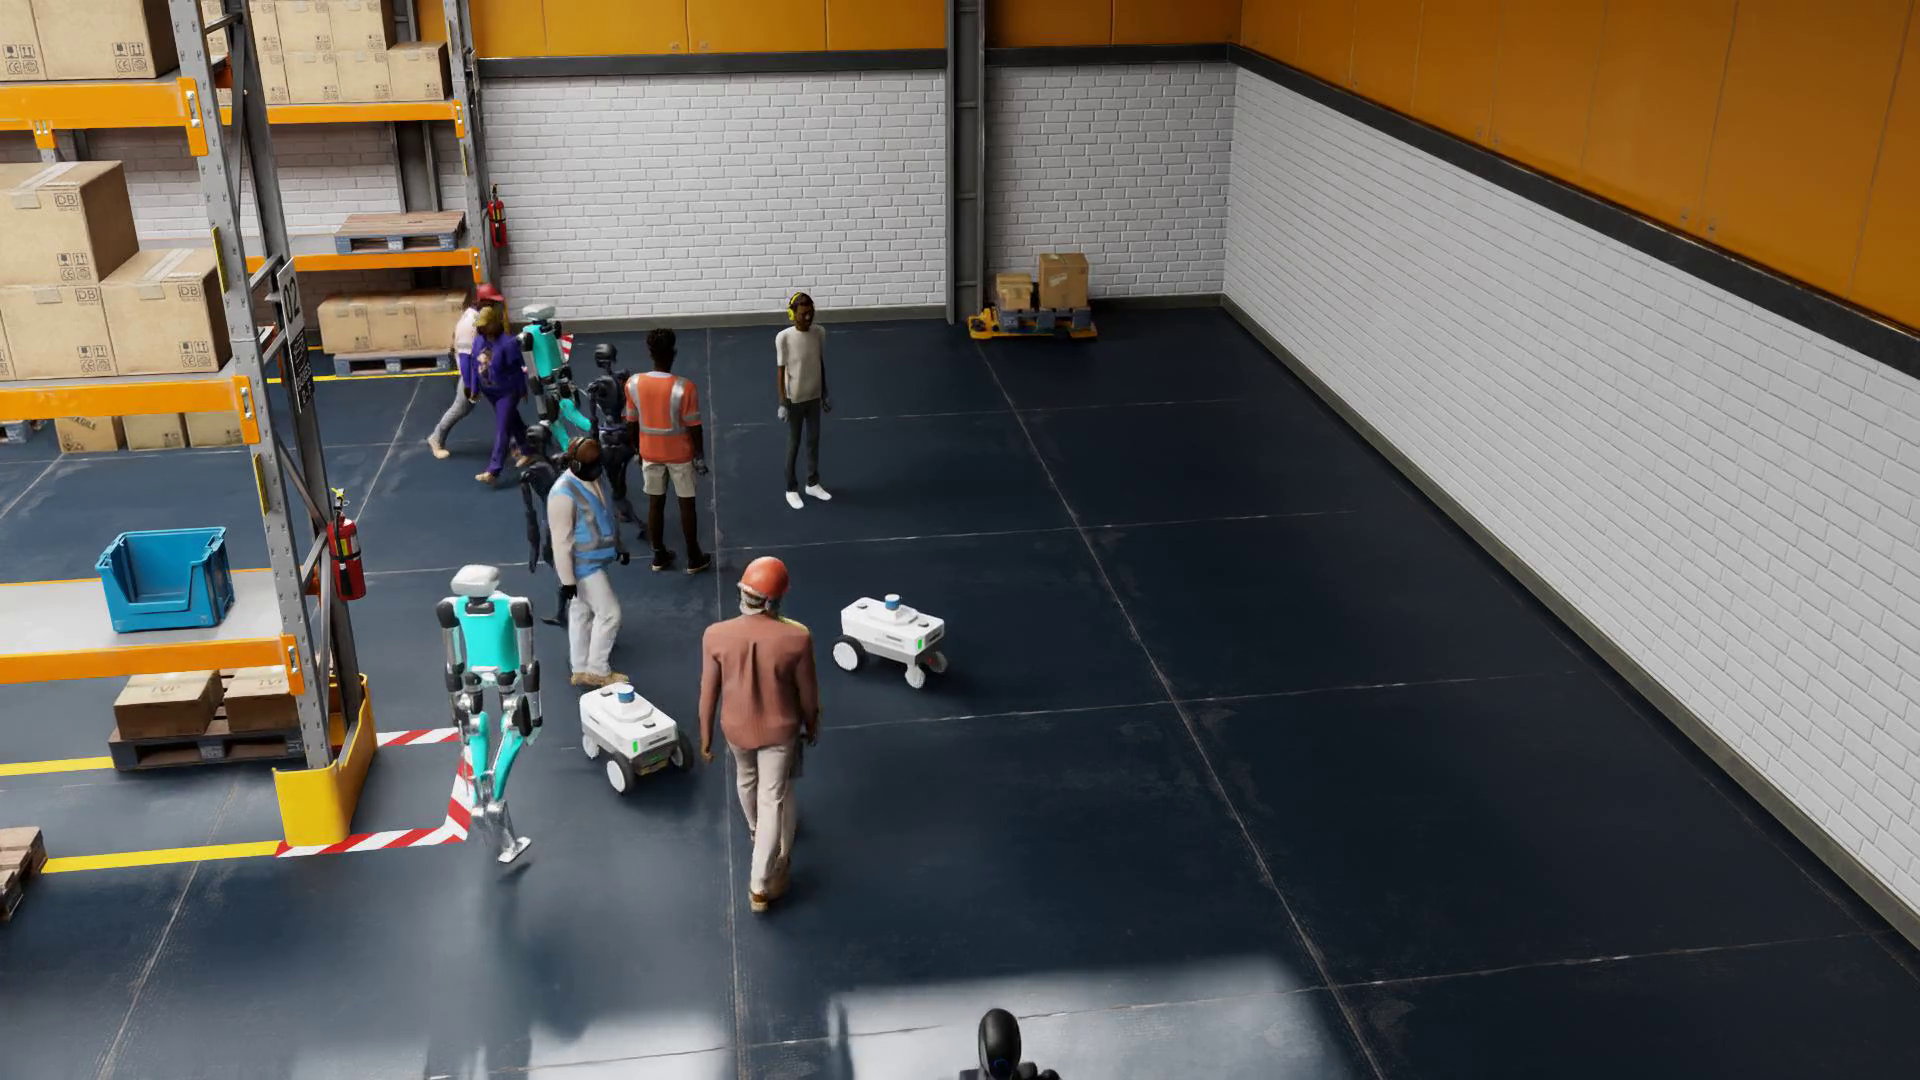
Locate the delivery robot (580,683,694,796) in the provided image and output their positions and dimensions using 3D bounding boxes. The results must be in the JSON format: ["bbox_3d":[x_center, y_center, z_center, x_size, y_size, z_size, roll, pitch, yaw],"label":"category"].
[{"bbox_3d":[-2.037,1.202,10.319,0.499,0.608,0.793,-19,30,-37],"label":"delivery robot"}]

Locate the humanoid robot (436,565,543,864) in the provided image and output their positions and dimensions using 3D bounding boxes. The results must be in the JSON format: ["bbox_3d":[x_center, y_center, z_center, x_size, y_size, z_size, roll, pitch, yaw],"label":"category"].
[{"bbox_3d":[-2.610,1.085,9.133,0.549,1.796,0.795,2,24,4],"label":"humanoid robot"}]

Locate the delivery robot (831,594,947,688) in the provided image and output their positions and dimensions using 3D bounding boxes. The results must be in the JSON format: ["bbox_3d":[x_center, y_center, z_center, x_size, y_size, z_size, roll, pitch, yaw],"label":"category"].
[{"bbox_3d":[-0.488,0.668,11.543,0.803,0.614,0.499,15,28,30],"label":"delivery robot"}]

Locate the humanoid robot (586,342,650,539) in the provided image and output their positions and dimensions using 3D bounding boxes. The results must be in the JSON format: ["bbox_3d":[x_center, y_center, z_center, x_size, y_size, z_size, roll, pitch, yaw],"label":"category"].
[{"bbox_3d":[-2.768,-0.811,13.552,0.651,1.648,0.610,13,27,26],"label":"humanoid robot"}]

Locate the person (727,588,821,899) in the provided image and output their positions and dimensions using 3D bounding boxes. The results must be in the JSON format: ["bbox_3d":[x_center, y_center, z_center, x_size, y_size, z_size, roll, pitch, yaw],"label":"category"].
[{"bbox_3d":[-1.050,1.013,9.151,0.499,1.833,0.951,6,24,13],"label":"person"}]

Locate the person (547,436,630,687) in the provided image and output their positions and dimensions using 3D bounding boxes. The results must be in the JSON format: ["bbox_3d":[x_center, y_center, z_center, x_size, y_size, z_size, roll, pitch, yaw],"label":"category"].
[{"bbox_3d":[-2.448,0.152,11.128,0.529,1.817,0.631,-1,24,-2],"label":"person"}]

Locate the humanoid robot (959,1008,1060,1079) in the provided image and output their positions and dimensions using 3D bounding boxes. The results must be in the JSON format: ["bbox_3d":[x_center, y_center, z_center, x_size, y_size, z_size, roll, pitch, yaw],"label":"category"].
[{"bbox_3d":[0.123,2.414,6.211,0.611,1.633,0.788,-5,24,-11],"label":"humanoid robot"}]

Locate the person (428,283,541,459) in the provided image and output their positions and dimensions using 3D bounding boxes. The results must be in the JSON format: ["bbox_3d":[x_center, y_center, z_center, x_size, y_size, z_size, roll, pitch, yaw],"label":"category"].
[{"bbox_3d":[-4.440,-1.523,15.123,1.010,1.683,0.626,6,24,13],"label":"person"}]

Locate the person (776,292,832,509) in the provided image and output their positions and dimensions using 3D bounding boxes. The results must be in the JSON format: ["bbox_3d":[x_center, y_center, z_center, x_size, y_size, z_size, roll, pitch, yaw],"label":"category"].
[{"bbox_3d":[-1.318,-1.196,14.132,0.528,1.868,0.311,-19,30,-37],"label":"person"}]

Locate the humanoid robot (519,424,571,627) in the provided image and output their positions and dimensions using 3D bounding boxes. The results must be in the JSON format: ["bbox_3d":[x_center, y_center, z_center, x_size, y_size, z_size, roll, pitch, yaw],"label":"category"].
[{"bbox_3d":[-2.800,-0.044,11.823,0.758,1.616,0.589,13,27,27],"label":"humanoid robot"}]

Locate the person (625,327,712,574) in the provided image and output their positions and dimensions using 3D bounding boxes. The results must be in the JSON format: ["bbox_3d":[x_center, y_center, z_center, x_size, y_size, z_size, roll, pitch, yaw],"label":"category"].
[{"bbox_3d":[-2.245,-0.679,12.840,0.612,1.962,0.371,6,24,14],"label":"person"}]

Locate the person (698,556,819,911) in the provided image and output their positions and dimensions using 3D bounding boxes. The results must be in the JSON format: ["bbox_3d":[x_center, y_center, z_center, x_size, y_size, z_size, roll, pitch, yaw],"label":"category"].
[{"bbox_3d":[-1.089,0.995,9.069,0.629,1.935,0.999,2,24,5],"label":"person"}]

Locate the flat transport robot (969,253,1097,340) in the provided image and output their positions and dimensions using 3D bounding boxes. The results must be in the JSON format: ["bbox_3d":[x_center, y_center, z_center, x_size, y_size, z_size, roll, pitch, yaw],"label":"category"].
[{"bbox_3d":[0.830,-2.490,19.070,1.431,0.231,0.659,-1,24,-2],"label":"flat transport robot"}]

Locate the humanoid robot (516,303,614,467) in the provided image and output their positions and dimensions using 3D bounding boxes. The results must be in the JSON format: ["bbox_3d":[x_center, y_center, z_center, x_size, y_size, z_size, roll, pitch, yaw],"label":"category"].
[{"bbox_3d":[-3.249,-1.092,14.107,0.861,1.791,0.553,8,25,19],"label":"humanoid robot"}]

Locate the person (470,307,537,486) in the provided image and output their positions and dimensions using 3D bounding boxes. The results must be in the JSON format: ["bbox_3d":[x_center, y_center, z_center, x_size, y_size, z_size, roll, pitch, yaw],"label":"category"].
[{"bbox_3d":[-4.089,-1.296,14.717,0.437,1.570,0.903,13,27,26],"label":"person"}]
